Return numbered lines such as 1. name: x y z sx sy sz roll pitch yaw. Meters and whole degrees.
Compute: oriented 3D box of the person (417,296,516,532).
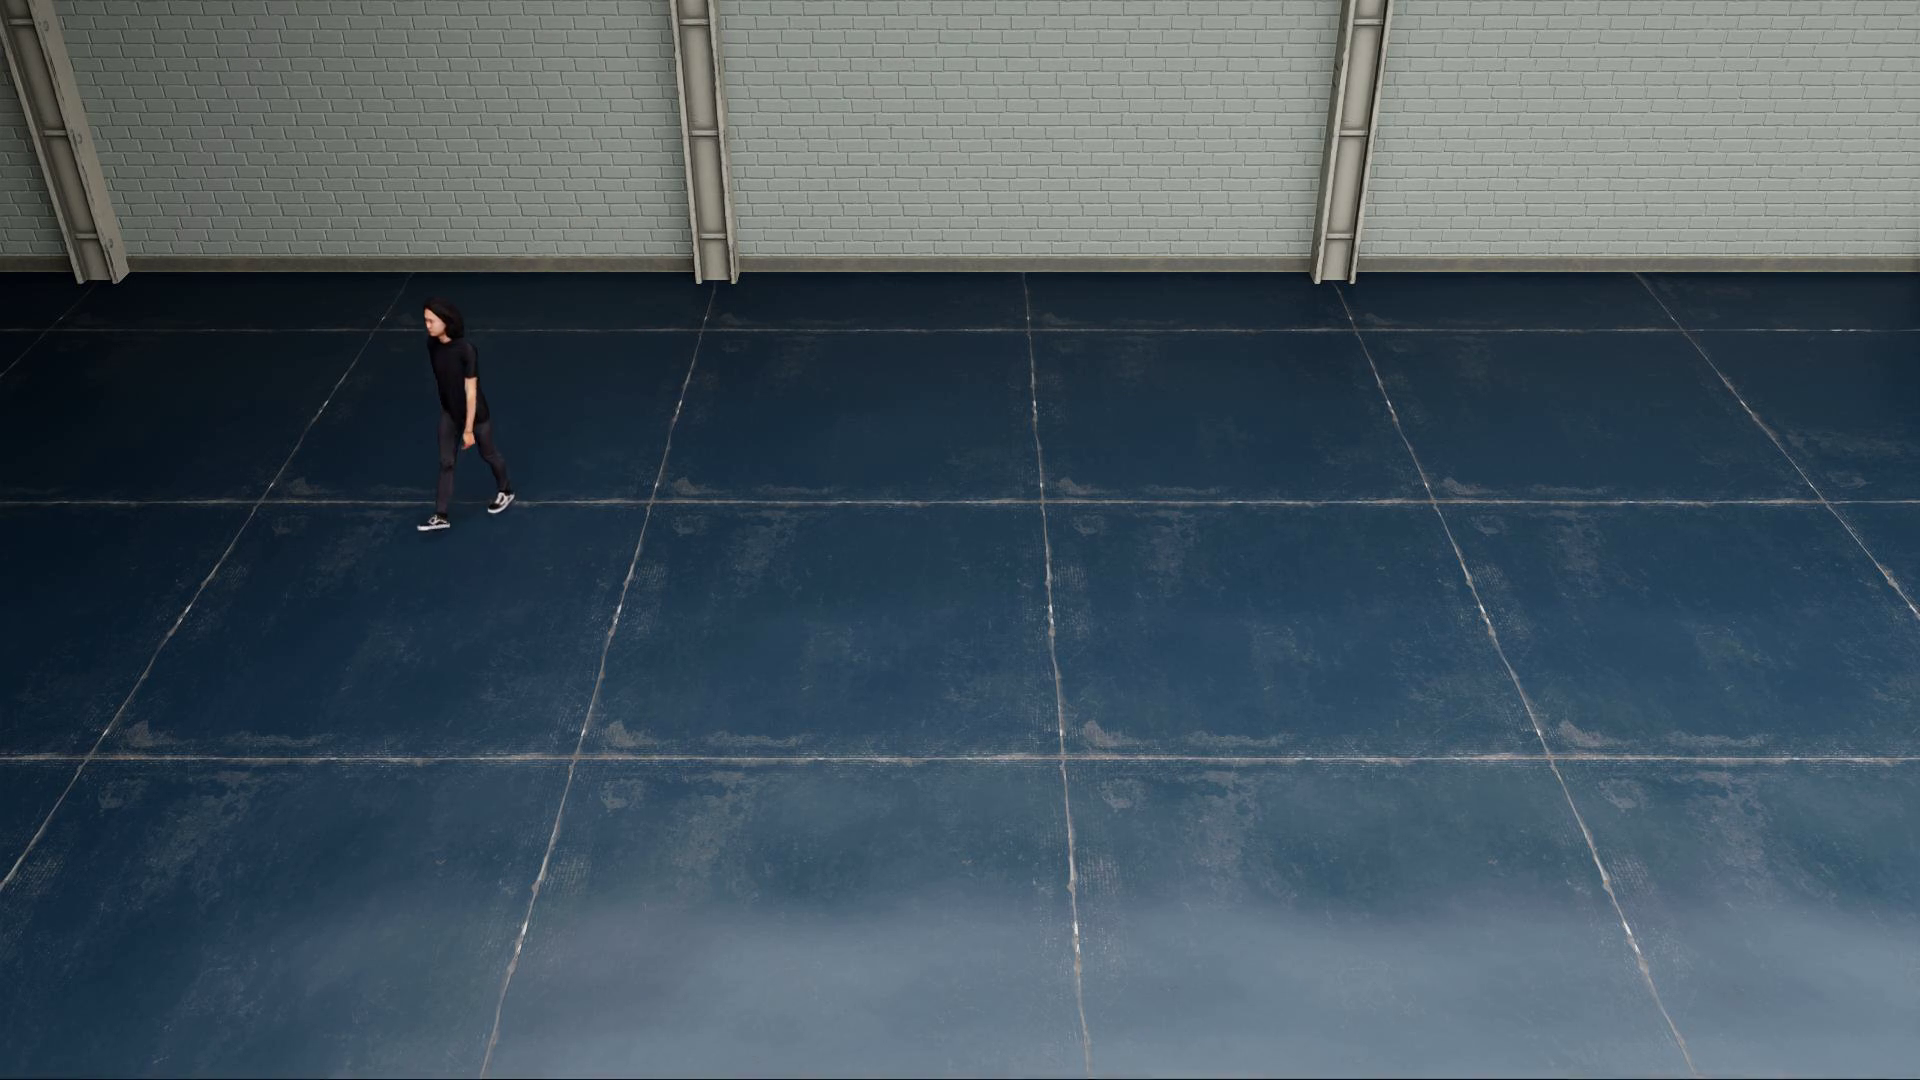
1. person: -3.541 -0.968 12.125 1.120 1.800 1.015 16 36 23
